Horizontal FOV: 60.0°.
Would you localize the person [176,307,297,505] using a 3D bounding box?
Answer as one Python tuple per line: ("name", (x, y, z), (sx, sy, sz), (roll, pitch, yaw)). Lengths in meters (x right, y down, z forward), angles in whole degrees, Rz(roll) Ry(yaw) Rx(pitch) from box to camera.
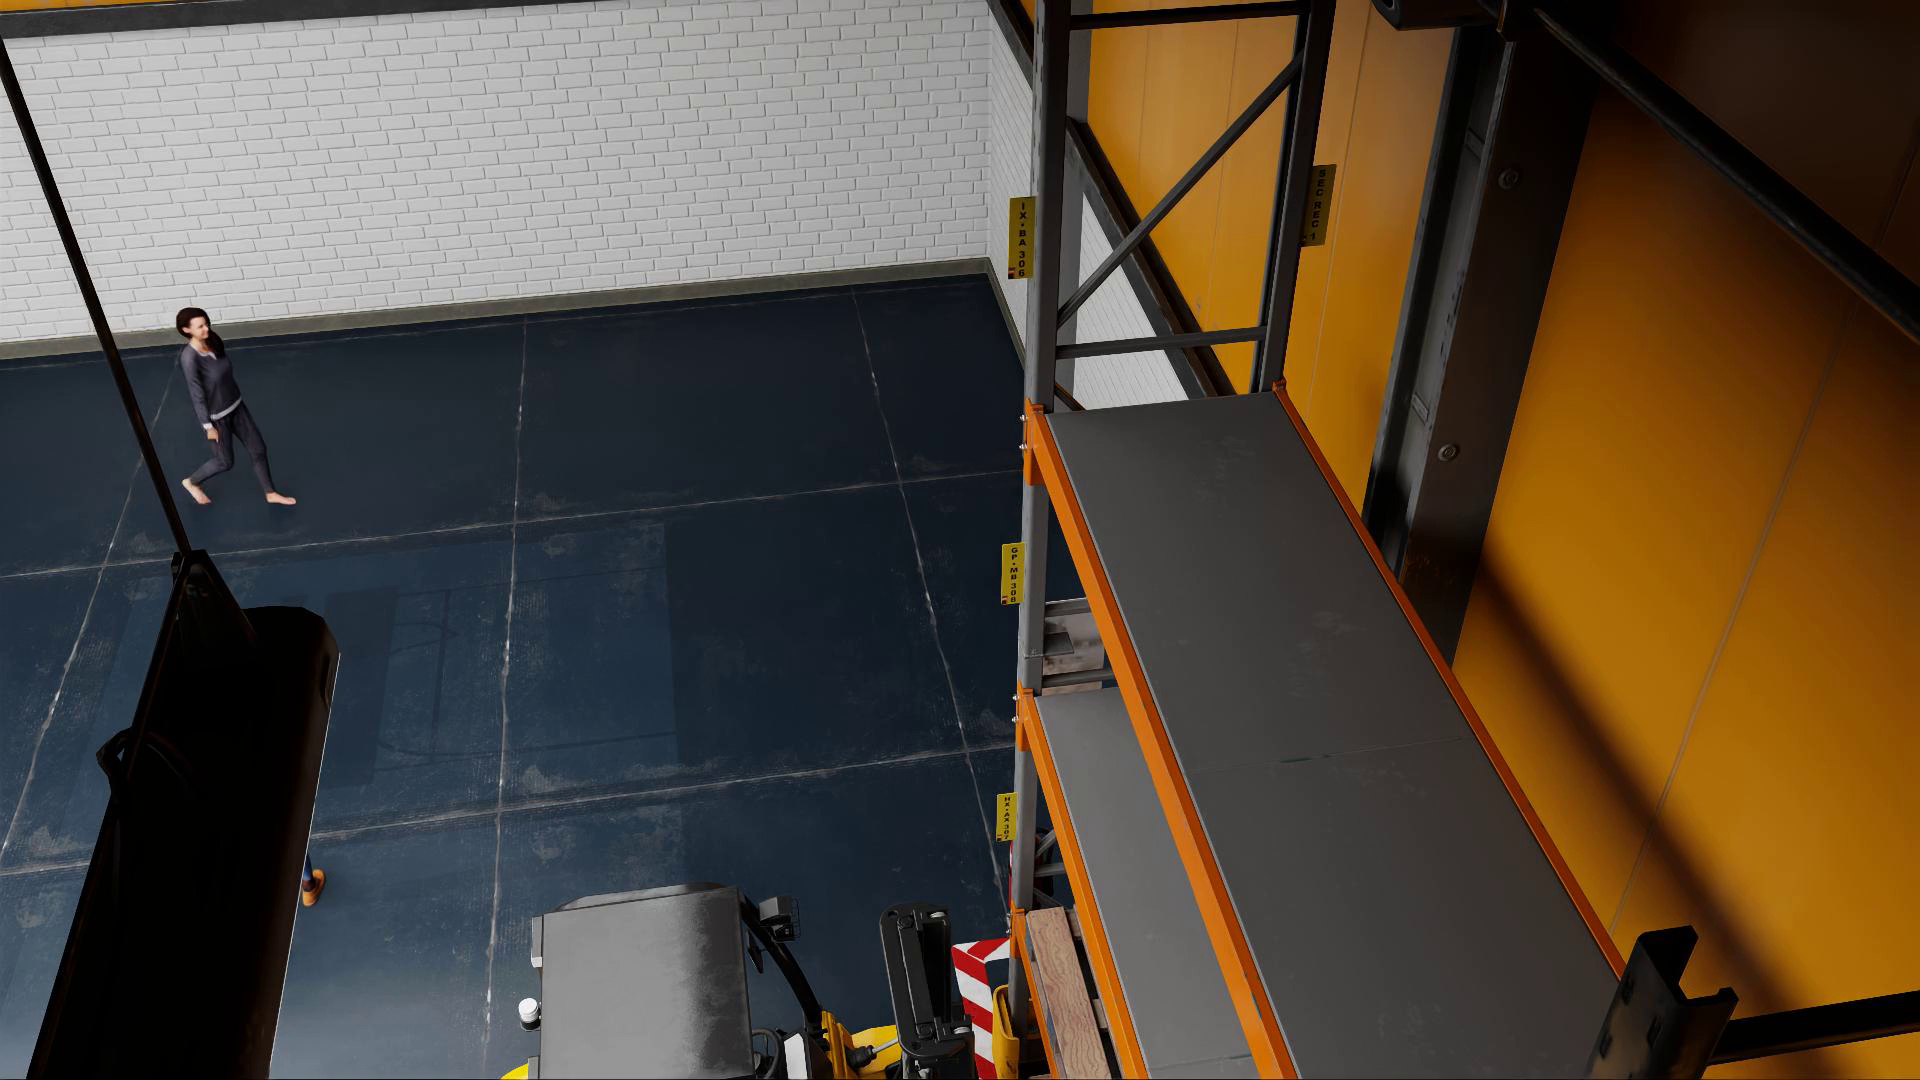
("person", (-5.600, -0.953, 12.434), (0.890, 1.746, 1.066), (5, 39, 6))
